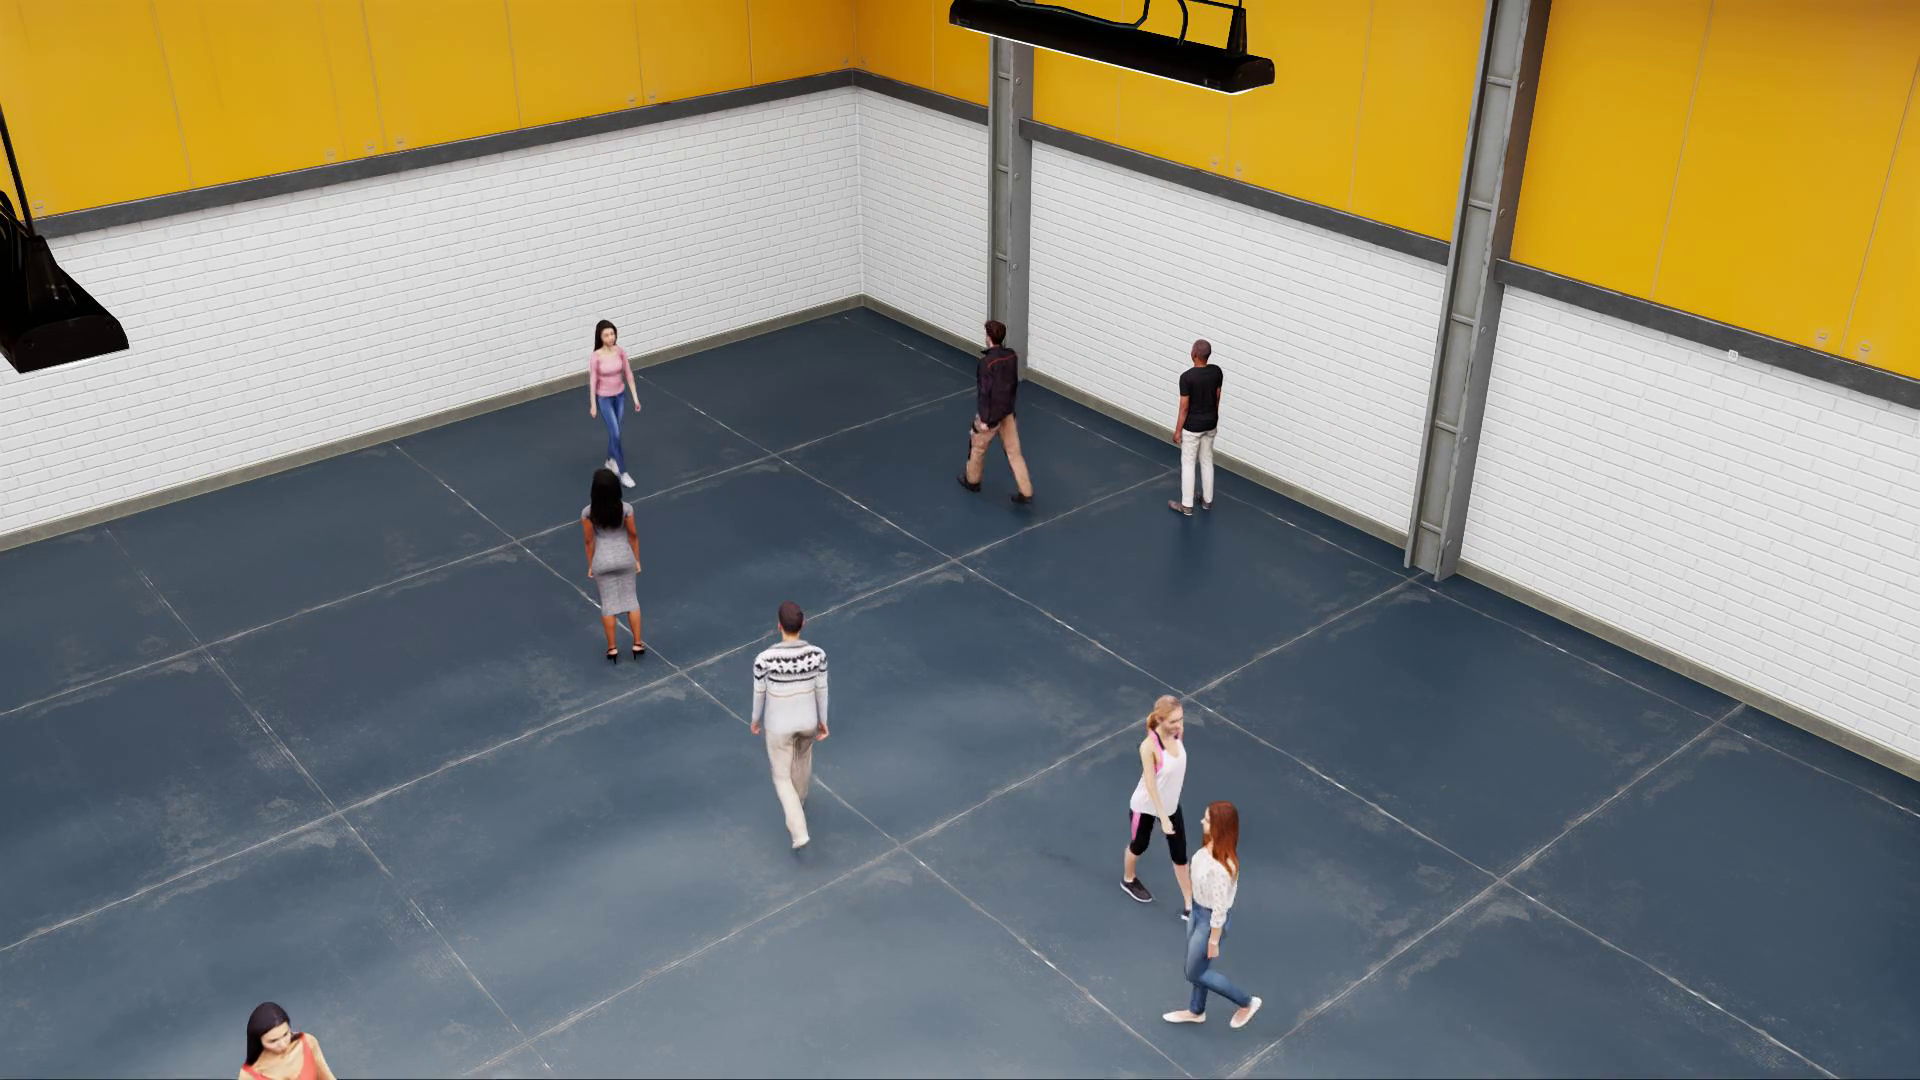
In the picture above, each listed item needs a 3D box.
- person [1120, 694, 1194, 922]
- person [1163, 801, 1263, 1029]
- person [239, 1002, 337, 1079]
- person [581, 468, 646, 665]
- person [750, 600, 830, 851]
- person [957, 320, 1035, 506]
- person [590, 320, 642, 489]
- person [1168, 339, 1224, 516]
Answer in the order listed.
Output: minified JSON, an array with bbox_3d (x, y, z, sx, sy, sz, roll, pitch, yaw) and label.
[{"bbox_3d":[1.219,1.736,11.052,0.621,1.751,1.004,-23,36,-36],"label":"person"},{"bbox_3d":[1.592,2.295,10.062,0.917,1.718,0.861,2,29,3],"label":"person"},{"bbox_3d":[-3.506,3.058,8.705,1.114,1.678,0.761,19,34,31],"label":"person"},{"bbox_3d":[-2.871,0.217,13.807,0.663,1.780,0.659,-7,29,-12],"label":"person"},{"bbox_3d":[-1.177,1.317,11.715,0.917,1.853,1.218,-12,31,-21],"label":"person"},{"bbox_3d":[0.423,-1.189,16.279,0.724,1.882,1.220,-23,36,-35],"label":"person"},{"bbox_3d":[-3.590,-1.454,16.933,0.596,1.719,0.915,-25,37,-38],"label":"person"},{"bbox_3d":[2.323,-1.102,16.199,0.709,1.805,0.675,-14,32,-24],"label":"person"}]
